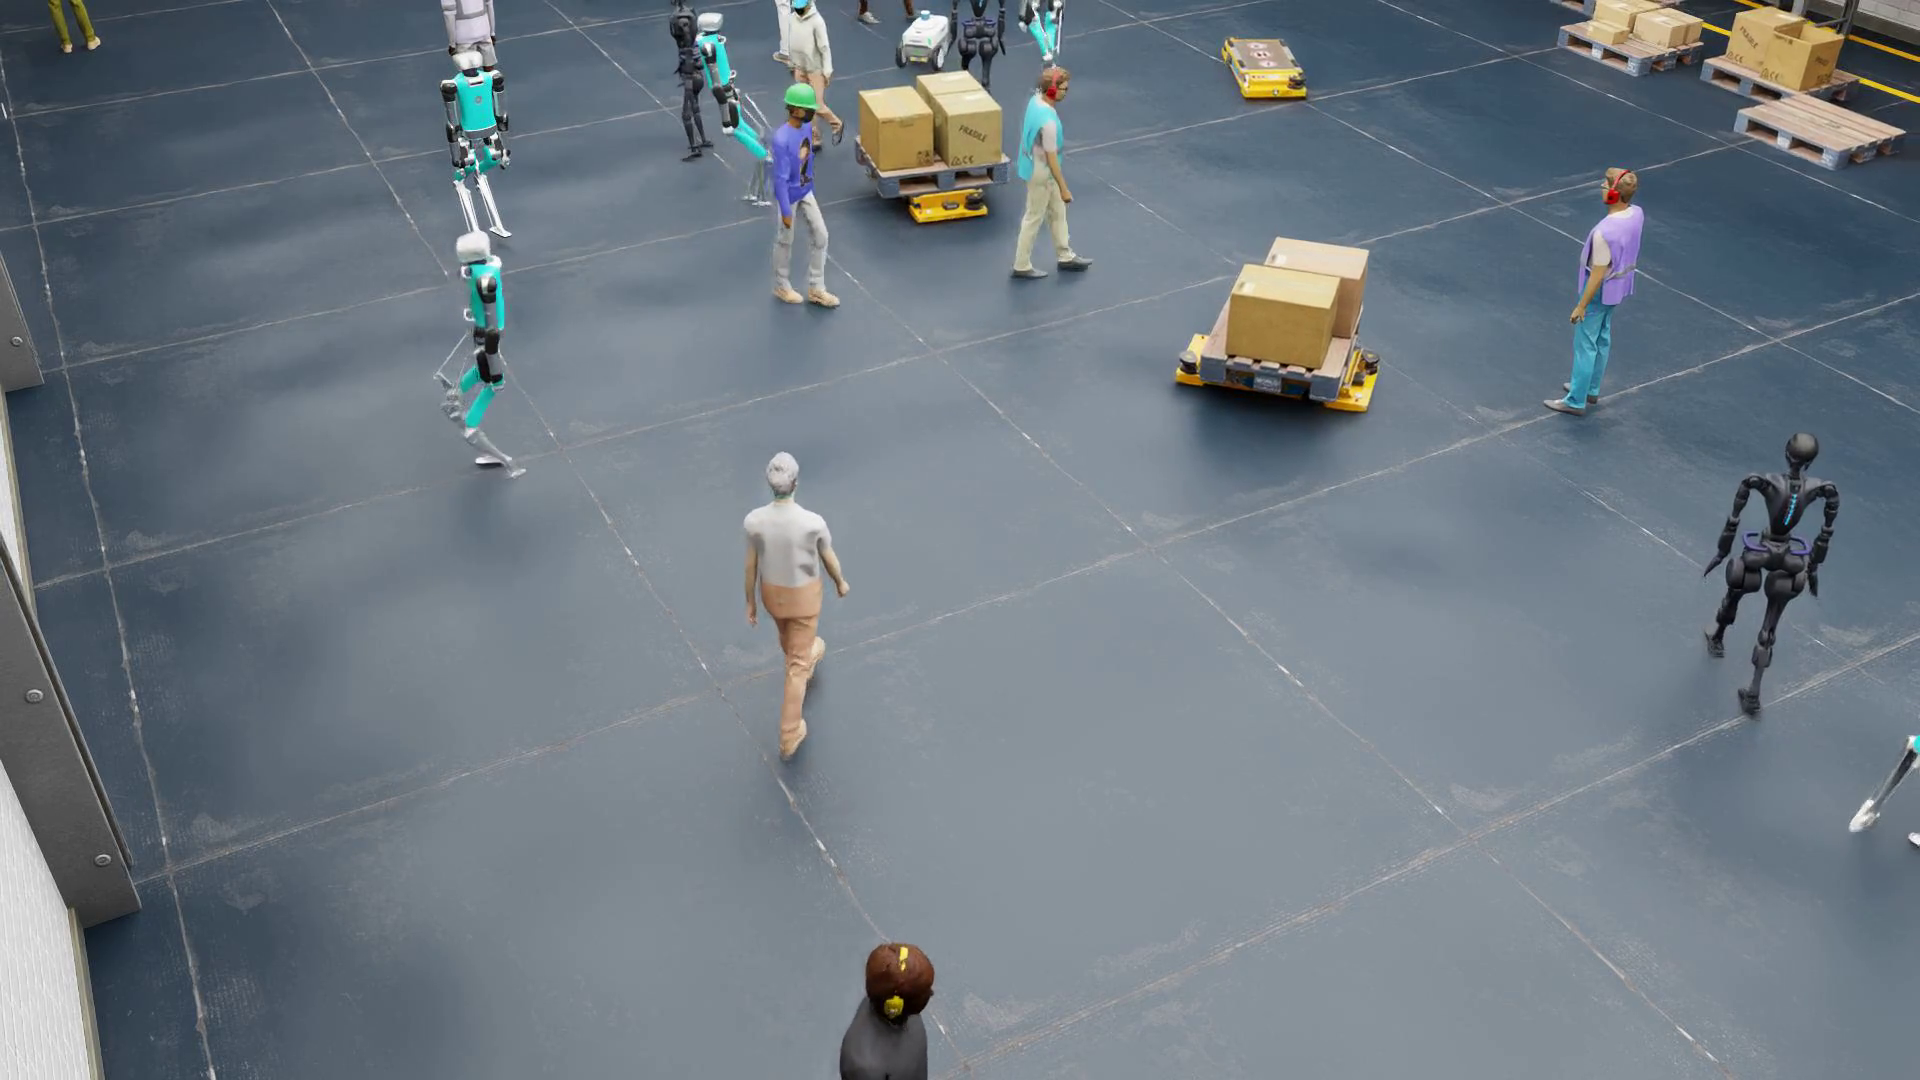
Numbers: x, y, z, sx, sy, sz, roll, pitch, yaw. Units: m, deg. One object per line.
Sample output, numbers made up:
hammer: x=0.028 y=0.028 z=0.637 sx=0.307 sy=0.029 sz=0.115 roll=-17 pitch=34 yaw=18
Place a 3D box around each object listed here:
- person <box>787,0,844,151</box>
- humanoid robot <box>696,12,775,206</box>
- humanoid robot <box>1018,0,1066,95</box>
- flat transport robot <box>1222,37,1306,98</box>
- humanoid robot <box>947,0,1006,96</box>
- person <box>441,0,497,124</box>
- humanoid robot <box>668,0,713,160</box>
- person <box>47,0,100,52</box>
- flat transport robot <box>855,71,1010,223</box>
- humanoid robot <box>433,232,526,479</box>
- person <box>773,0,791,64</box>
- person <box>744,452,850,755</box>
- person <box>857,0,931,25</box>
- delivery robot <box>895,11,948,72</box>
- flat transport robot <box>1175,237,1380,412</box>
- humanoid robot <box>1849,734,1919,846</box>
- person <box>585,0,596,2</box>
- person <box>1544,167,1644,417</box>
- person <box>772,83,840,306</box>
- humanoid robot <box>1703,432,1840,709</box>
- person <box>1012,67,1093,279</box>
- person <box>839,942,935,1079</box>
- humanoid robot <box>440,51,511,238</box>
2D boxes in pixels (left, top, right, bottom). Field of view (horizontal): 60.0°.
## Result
person: x=-1.440 y=-4.491 z=15.913 sx=0.515 sy=1.650 sz=0.494 roll=24 pitch=42 yaw=30
humanoid robot: x=-1.910 y=-3.813 z=14.911 sx=0.784 sy=1.805 sz=0.531 roll=-2 pitch=35 yaw=-2
humanoid robot: x=0.930 y=-5.306 z=17.043 sx=0.584 sy=1.781 sz=0.899 roll=-9 pitch=36 yaw=-13
flat transport robot: x=3.288 y=-5.137 z=18.050 sx=0.659 sy=0.231 sz=1.431 roll=-1 pitch=35 yaw=-2
humanoid robot: x=0.164 y=-5.098 z=16.795 sx=0.602 sy=1.629 sz=0.741 roll=-5 pitch=35 yaw=-8
person: x=-4.822 y=-4.986 z=16.382 sx=0.353 sy=1.938 sz=0.544 roll=29 pitch=44 yaw=35
humanoid robot: x=-2.609 y=-4.510 z=15.933 sx=0.433 sy=1.644 sz=0.603 roll=-8 pitch=36 yaw=-12
person: x=-10.029 y=-6.332 z=18.393 sx=0.521 sy=1.835 sz=0.368 roll=-12 pitch=37 yaw=-16
flat transport robot: x=-0.272 y=-3.339 z=15.483 sx=0.659 sy=0.231 sz=1.431 roll=-10 pitch=36 yaw=-14
humanoid robot: x=-3.298 y=-1.187 z=11.124 sx=0.706 sy=1.781 sz=0.564 roll=-10 pitch=36 yaw=-14
person: x=-1.876 y=-6.150 z=18.092 sx=0.571 sy=1.882 sz=0.357 roll=-23 pitch=41 yaw=-29
person: x=-0.893 y=0.282 z=9.069 sx=0.474 sy=1.695 sz=0.898 roll=10 pitch=36 yaw=14
person: x=-0.777 y=-6.878 z=19.129 sx=0.957 sy=1.878 sz=0.666 roll=11 pitch=36 yaw=15
delivery robot: x=-0.385 y=-5.513 z=18.352 sx=0.499 sy=0.611 sz=0.814 roll=9 pitch=36 yaw=13
flat transport robot: x=2.408 y=-1.305 z=12.579 sx=1.431 sy=0.231 sz=0.659 roll=11 pitch=37 yaw=16
humanoid robot: x=4.987 y=0.848 z=8.217 sx=0.603 sy=1.769 sz=0.867 roll=-1 pitch=35 yaw=-2
person: x=-4.154 y=-7.482 z=19.974 sx=0.663 sy=1.919 sz=0.906 roll=24 pitch=42 yaw=30
person: x=4.564 y=-1.745 z=11.833 sx=0.373 sy=1.842 sz=0.568 roll=28 pitch=44 yaw=34
person: x=-1.239 y=-2.704 z=13.213 sx=0.738 sy=1.833 sz=0.533 roll=21 pitch=40 yaw=28
humanoid robot: x=4.550 y=0.130 z=9.349 sx=0.608 sy=1.634 sz=0.788 roll=8 pitch=36 yaw=11
person: x=0.801 y=-2.976 z=13.616 sx=0.768 sy=1.814 sz=0.579 roll=-1 pitch=35 yaw=-2
person: x=-0.325 y=2.175 z=6.243 sx=0.707 sy=1.846 sz=0.498 roll=12 pitch=37 yaw=17
humanoid robot: x=-4.149 y=-3.379 z=14.144 sx=0.533 sy=1.677 sz=0.735 roll=-22 pitch=41 yaw=-28
